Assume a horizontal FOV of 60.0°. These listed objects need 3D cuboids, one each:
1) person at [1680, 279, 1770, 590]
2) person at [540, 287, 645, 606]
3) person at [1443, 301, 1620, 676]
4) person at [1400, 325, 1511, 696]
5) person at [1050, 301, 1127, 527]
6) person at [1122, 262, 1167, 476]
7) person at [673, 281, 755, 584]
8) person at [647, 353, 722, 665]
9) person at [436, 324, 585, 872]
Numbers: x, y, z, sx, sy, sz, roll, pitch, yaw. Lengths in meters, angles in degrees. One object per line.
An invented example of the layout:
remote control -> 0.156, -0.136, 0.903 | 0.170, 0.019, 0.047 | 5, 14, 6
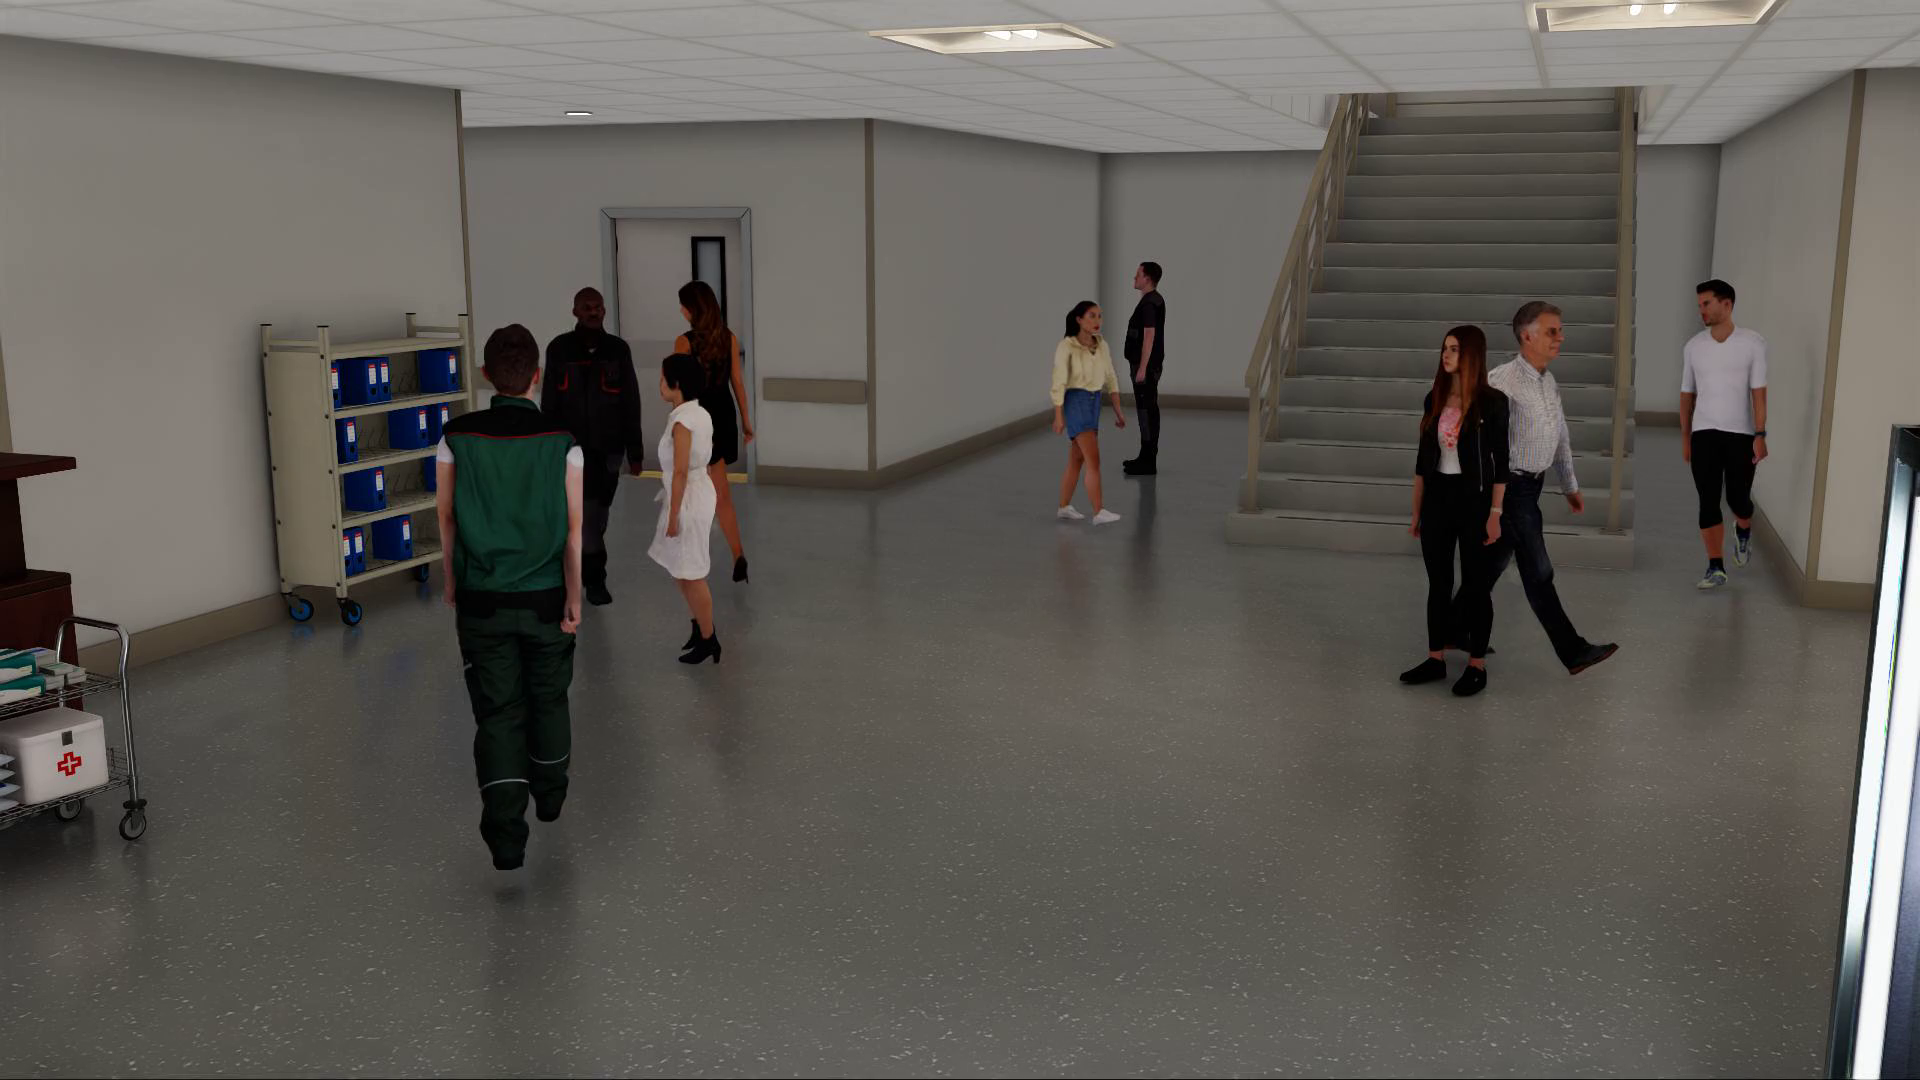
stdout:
person -> 4.617, -0.628, 10.006 | 0.886, 1.818, 1.093 | 8, 13, 35
person -> -2.168, -0.559, 9.690 | 1.273, 1.801, 1.336 | -4, 12, -22
person -> 2.622, -0.236, 8.096 | 1.236, 1.761, 1.090 | -10, 15, -42
person -> 2.344, -0.146, 7.762 | 0.691, 1.707, 0.691 | -10, 14, -41
person -> 0.838, -0.913, 12.089 | 0.979, 1.601, 0.953 | -10, 14, -42
person -> 1.639, -1.518, 14.623 | 0.828, 1.846, 0.625 | 1, 11, 5
person -> -1.440, -0.598, 9.925 | 1.119, 1.789, 1.076 | -7, 13, -32
person -> -1.252, -0.142, 8.185 | 0.701, 1.542, 0.623 | 1, 11, 4
person -> -1.509, 0.220, 5.571 | 1.046, 1.805, 1.225 | -2, 11, -13
